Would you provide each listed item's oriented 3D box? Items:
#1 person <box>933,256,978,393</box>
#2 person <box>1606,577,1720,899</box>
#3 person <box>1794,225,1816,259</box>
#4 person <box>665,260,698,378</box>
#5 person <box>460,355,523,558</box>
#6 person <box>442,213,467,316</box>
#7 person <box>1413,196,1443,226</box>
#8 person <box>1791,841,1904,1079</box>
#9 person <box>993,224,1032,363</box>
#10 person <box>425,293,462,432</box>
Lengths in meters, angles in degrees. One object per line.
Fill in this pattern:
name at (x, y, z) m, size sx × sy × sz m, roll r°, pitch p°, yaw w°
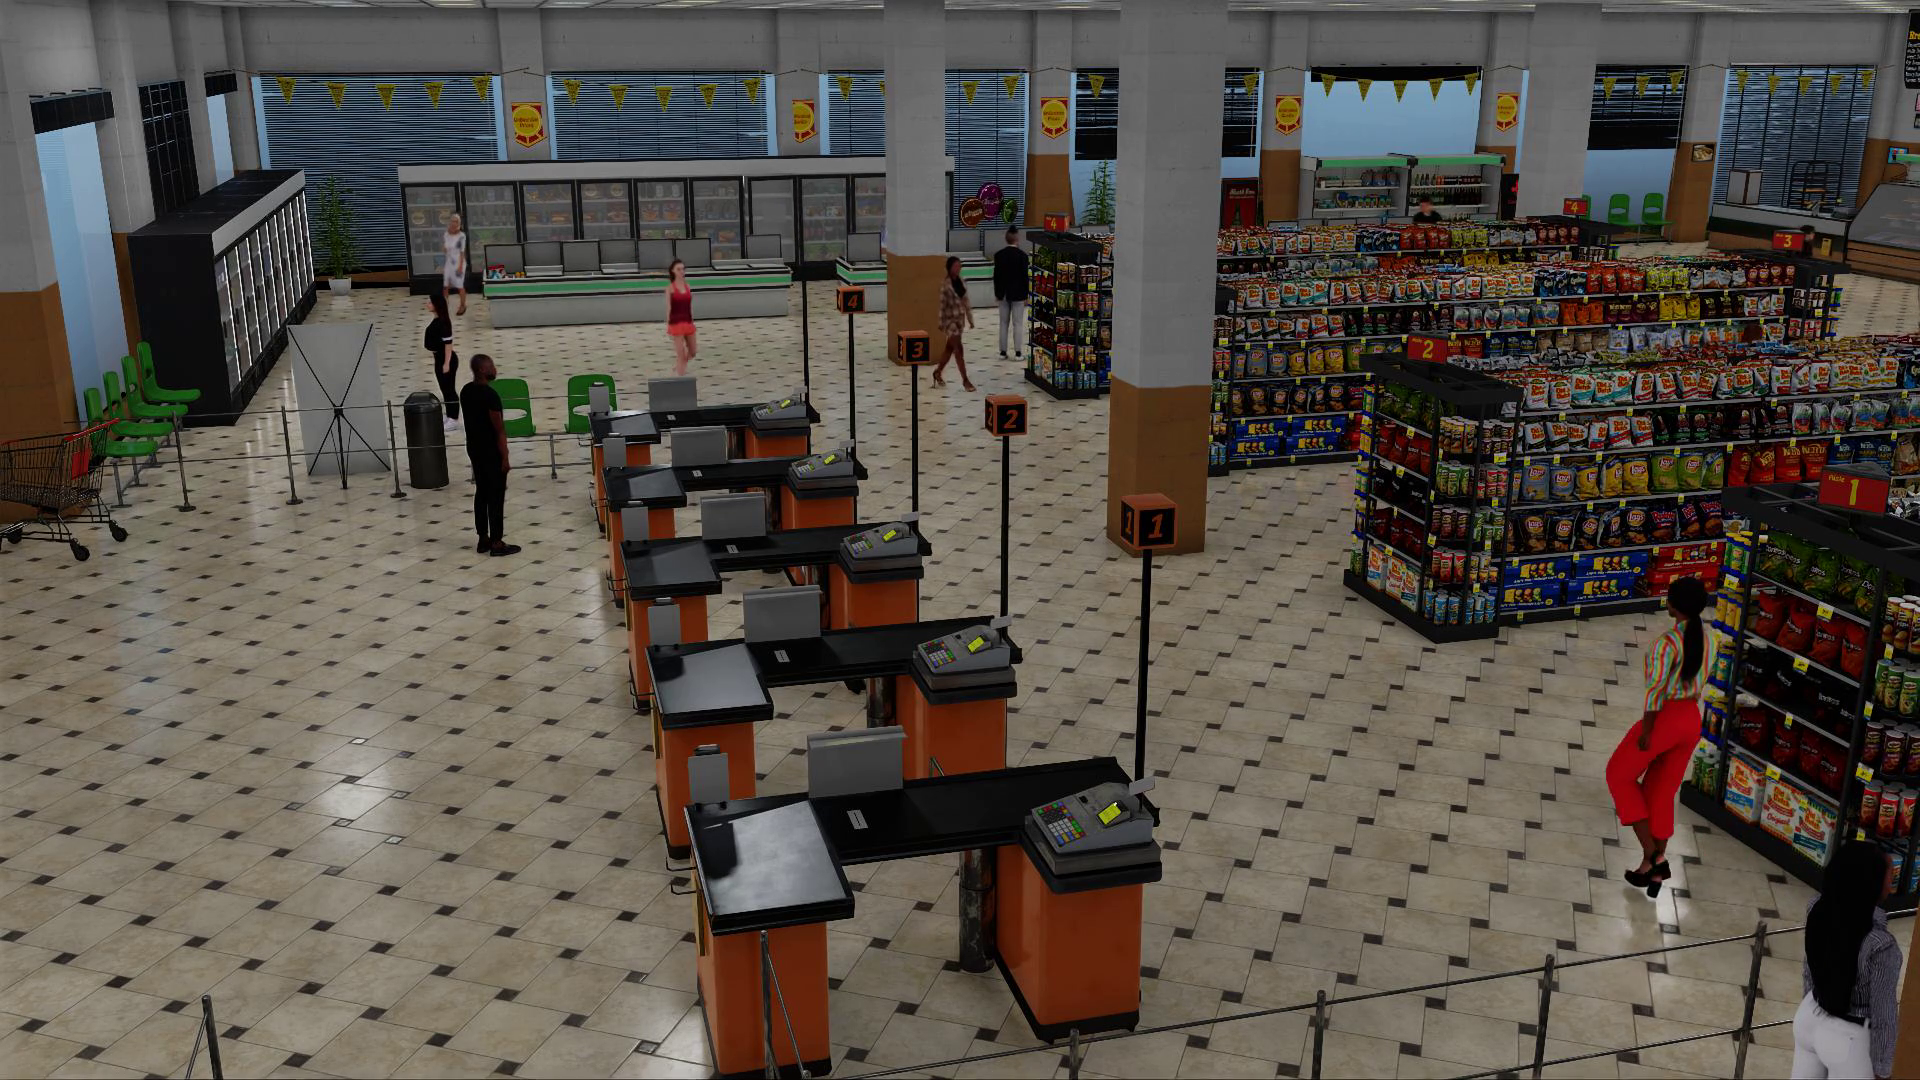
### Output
person at (-0.131, -2.811, 21.825) m, size 1.114 × 1.738 × 1.007 m, roll -16°, pitch 23°, yaw -42°
person at (3.859, 1.101, 8.892) m, size 0.667 × 1.767 × 0.713 m, roll -8°, pitch 19°, yaw -25°
person at (12.401, -3.750, 24.788) m, size 1.191 × 1.814 × 1.000 m, roll 3°, pitch 17°, yaw 9°
person at (-3.683, -2.783, 21.735) m, size 0.867 × 1.738 × 0.834 m, roll -14°, pitch 22°, yaw -39°
person at (-4.251, -0.767, 14.956) m, size 0.746 × 1.819 × 0.757 m, roll 14°, pitch 22°, yaw 38°
person at (-8.322, -4.537, 27.570) m, size 1.014 × 1.702 × 0.958 m, roll 5°, pitch 18°, yaw 16°
person at (8.315, -5.175, 29.472) m, size 0.798 × 1.818 × 0.902 m, roll 1°, pitch 17°, yaw 4°
person at (3.310, 1.919, 6.271) m, size 0.537 × 1.725 × 0.600 m, roll -3°, pitch 17°, yaw -10°
person at (0.736, -3.554, 23.903) m, size 0.761 × 1.953 × 0.856 m, roll 7°, pitch 18°, yaw 22°
person at (-6.110, -2.120, 19.721) m, size 0.663 × 1.638 × 0.663 m, roll -9°, pitch 19°, yaw -28°
